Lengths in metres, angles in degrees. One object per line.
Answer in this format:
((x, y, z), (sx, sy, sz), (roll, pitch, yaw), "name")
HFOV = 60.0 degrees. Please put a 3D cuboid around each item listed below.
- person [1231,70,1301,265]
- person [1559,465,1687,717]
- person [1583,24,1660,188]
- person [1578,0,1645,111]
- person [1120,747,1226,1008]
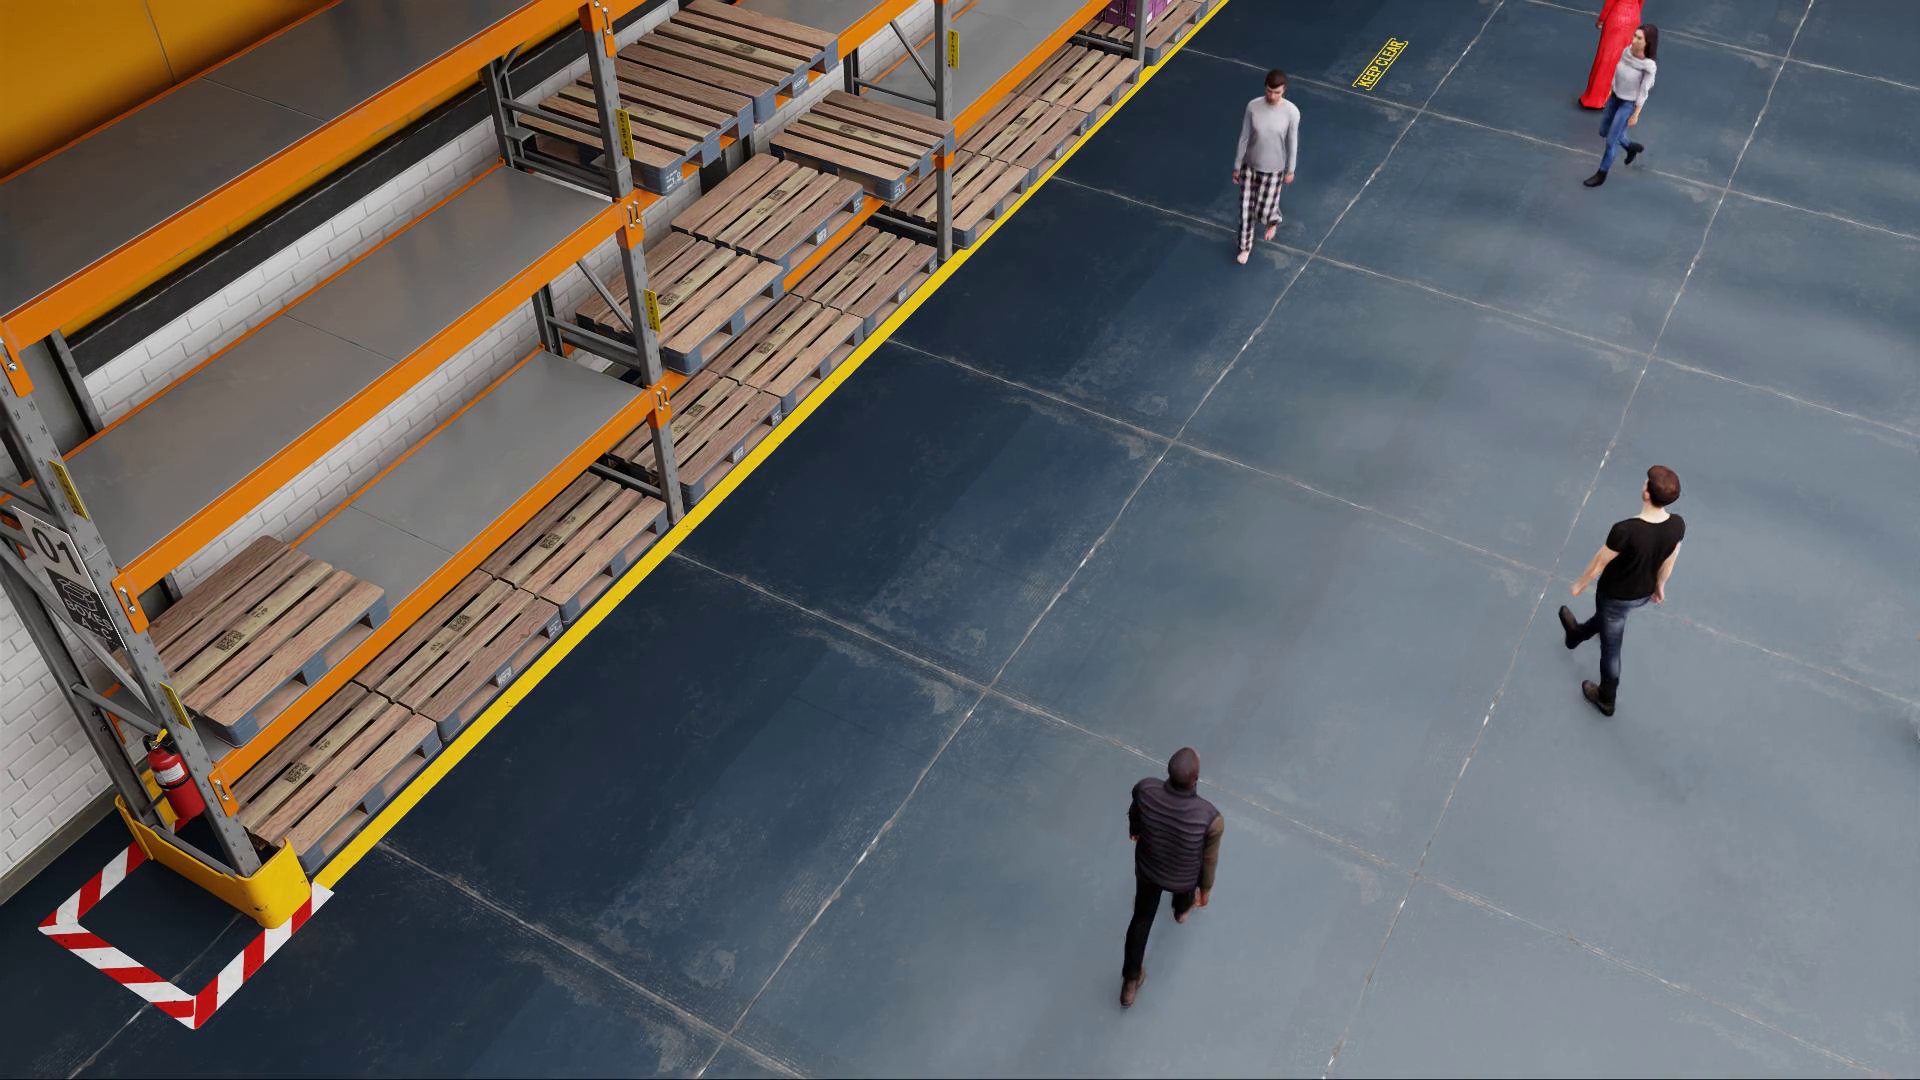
((2.664, -3.286, 14.430), (0.692, 1.831, 0.781), (19, 47, 19), "person")
((4.267, 0.387, 10.550), (1.145, 1.864, 1.191), (-12, 45, -12), "person")
((6.195, -4.023, 15.357), (0.950, 1.619, 0.892), (-10, 45, -11), "person")
((6.494, -5.081, 16.349), (0.724, 1.783, 0.788), (-12, 45, -12), "person")
((1.093, 1.853, 9.067), (0.750, 1.788, 1.179), (19, 47, 19), "person")
